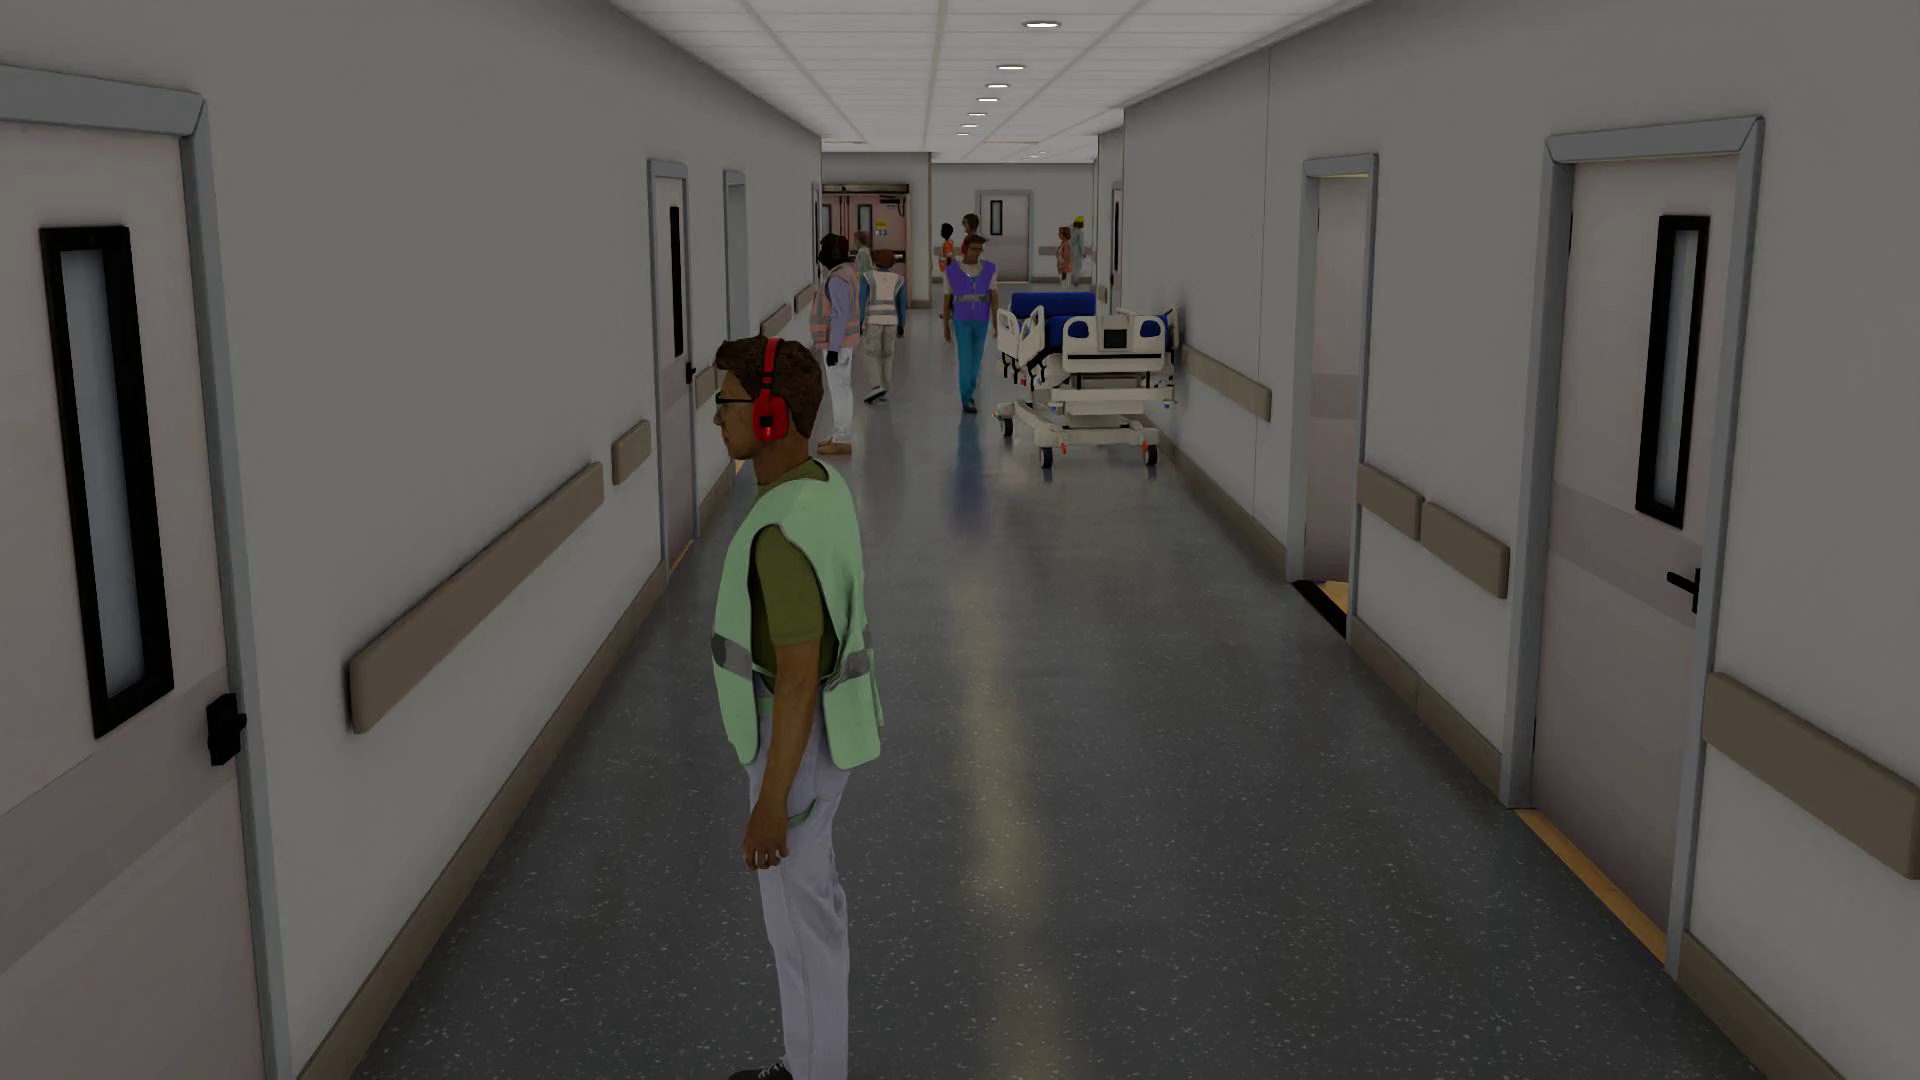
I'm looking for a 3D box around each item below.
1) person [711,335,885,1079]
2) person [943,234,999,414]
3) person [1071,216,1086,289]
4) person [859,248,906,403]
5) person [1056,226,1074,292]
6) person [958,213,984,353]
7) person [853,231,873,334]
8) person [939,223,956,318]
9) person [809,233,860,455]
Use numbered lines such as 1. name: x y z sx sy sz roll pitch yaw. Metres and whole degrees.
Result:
1. person: -0.360 0.476 3.659 0.387 1.846 0.566 0 12 -2
2. person: 0.094 -2.221 16.958 0.554 1.794 0.939 -4 12 -17
3. person: 2.819 -6.812 39.430 0.365 1.728 0.518 -5 12 -21
4. person: -0.803 -2.269 17.600 0.568 1.607 0.569 -5 12 -21
5. person: 1.877 -4.785 29.792 0.308 1.641 0.517 0 12 -2
6. person: 0.165 -3.471 22.671 0.358 1.938 0.635 0 12 -2
7. person: -1.531 -4.036 26.168 0.366 1.631 0.516 0 12 2
8. person: -0.228 -4.853 29.988 0.318 1.696 0.537 0 12 -2
9. person: -1.051 -1.642 13.981 0.429 1.846 0.626 0 12 -2
